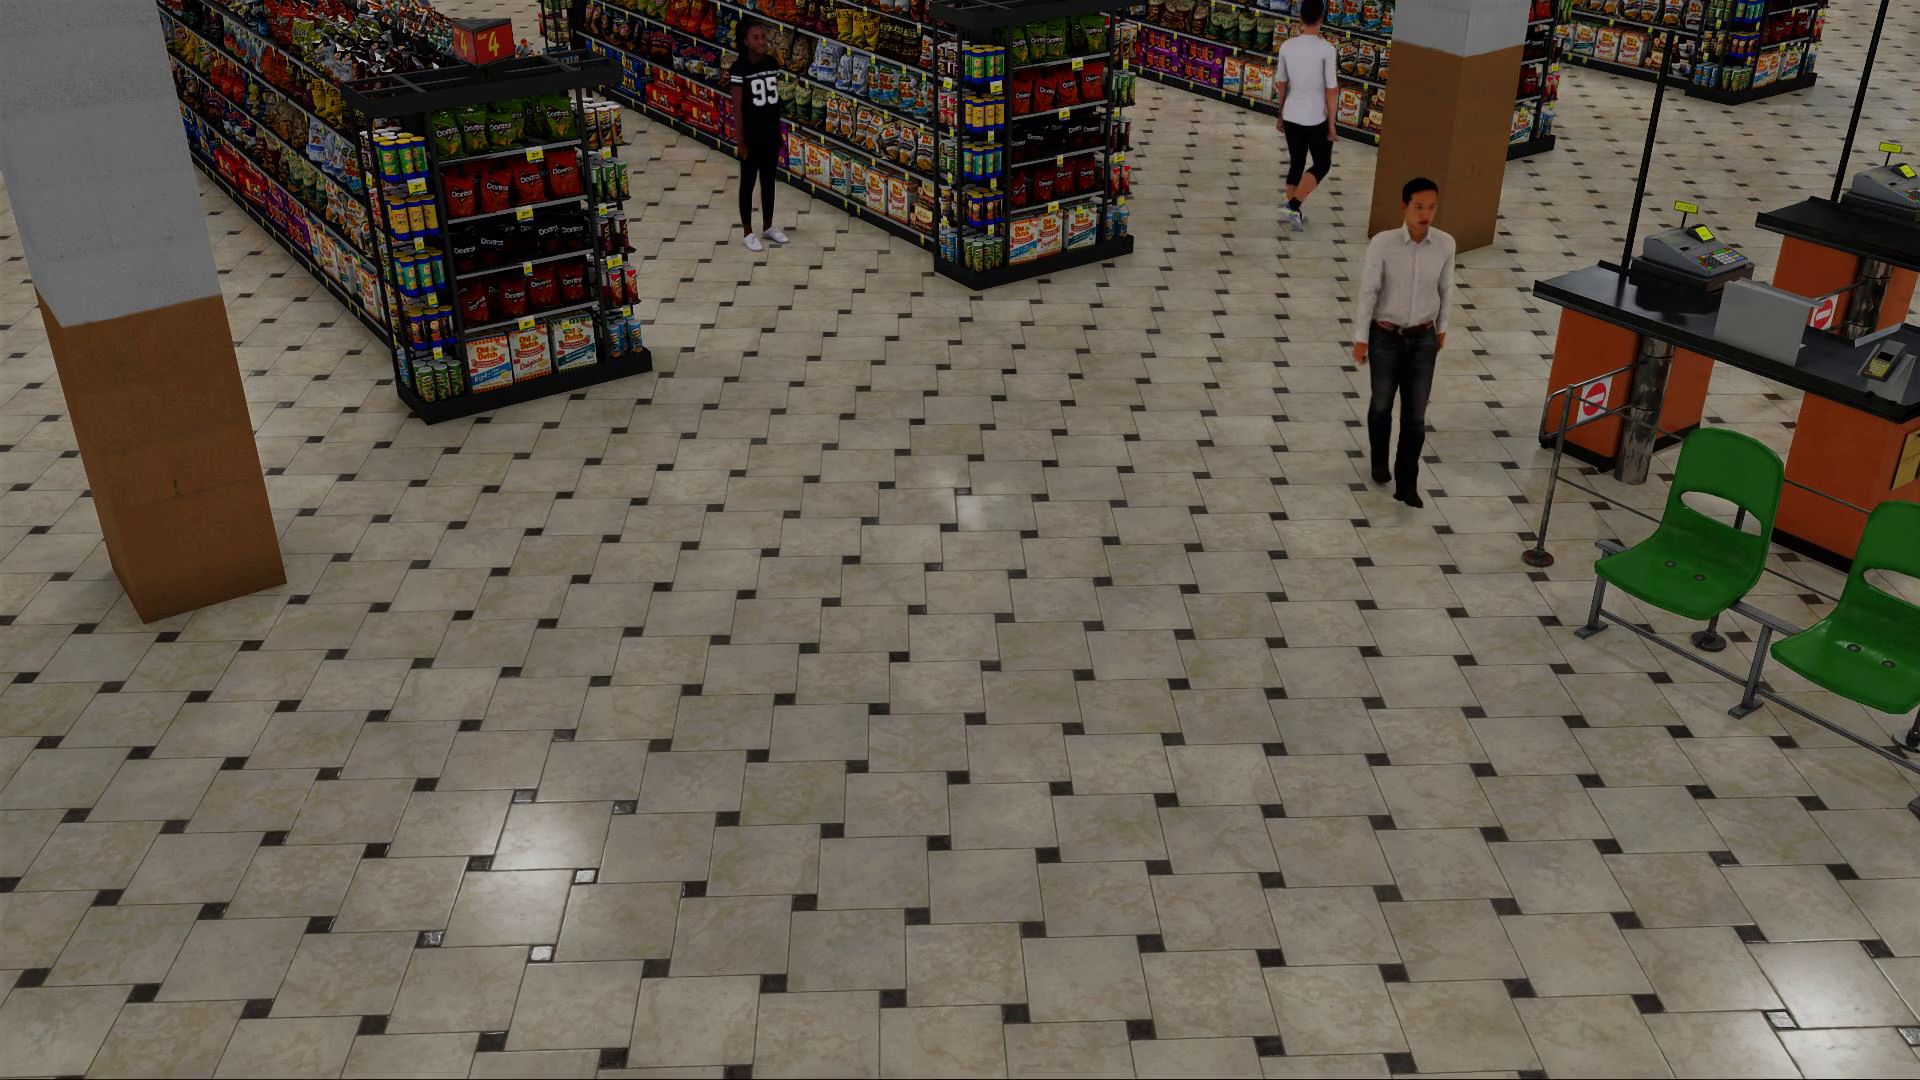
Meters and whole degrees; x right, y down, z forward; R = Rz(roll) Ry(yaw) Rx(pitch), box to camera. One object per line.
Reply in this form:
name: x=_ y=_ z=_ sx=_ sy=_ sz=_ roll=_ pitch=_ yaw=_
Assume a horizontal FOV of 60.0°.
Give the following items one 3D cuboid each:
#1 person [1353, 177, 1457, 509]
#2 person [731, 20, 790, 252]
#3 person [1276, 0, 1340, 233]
person: x=2.406 y=-1.132 z=9.147 sx=0.999 sy=1.786 sz=1.095 roll=1 pitch=29 yaw=2
person: x=-1.563 y=-3.143 z=12.891 sx=0.637 sy=1.728 sz=0.610 roll=-25 pitch=37 yaw=-38
person: x=2.686 y=-3.299 z=13.058 sx=0.867 sy=1.840 sz=0.878 roll=21 pitch=35 yaw=34
